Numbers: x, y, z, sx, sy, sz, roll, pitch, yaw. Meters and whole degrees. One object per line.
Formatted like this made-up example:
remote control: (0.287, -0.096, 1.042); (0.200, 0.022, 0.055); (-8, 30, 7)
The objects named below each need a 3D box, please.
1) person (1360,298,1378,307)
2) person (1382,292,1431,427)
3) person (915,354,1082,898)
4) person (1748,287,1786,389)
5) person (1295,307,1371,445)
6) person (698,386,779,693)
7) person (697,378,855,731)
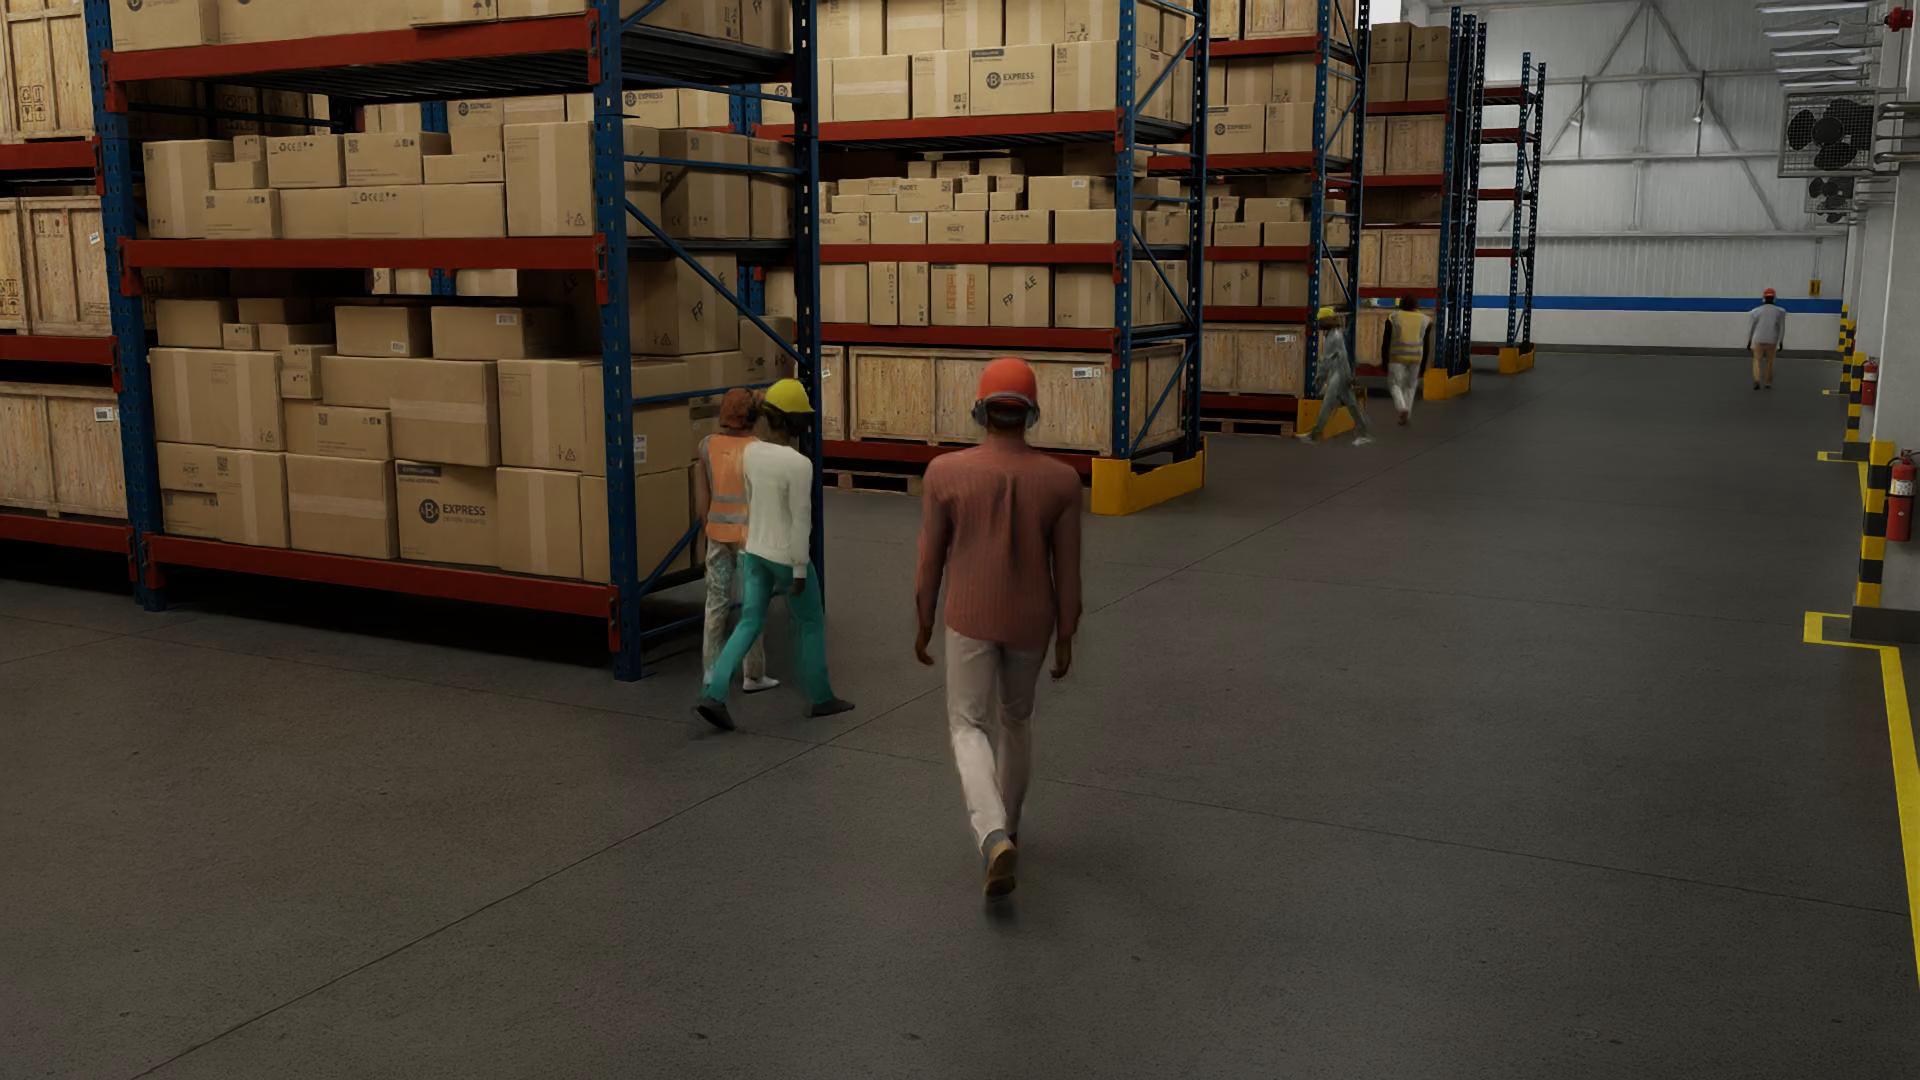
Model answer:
person: (9.282, -5.048, 37.598); (0.915, 1.806, 0.569); (7, 12, 35)
person: (5.951, -2.394, 22.195); (0.628, 1.828, 0.613); (0, 10, -1)
person: (0.154, 0.306, 6.122); (0.609, 1.971, 0.879); (-2, 10, -9)
person: (13.789, -3.434, 28.440); (0.569, 1.760, 0.406); (5, 11, 25)
person: (4.564, -1.981, 20.203); (0.989, 1.667, 0.485); (0, 10, 3)
person: (-1.172, -0.002, 8.885); (0.516, 1.629, 0.311); (5, 11, 26)
person: (-0.923, 0.071, 8.156); (0.535, 1.731, 0.853); (9, 13, 42)
